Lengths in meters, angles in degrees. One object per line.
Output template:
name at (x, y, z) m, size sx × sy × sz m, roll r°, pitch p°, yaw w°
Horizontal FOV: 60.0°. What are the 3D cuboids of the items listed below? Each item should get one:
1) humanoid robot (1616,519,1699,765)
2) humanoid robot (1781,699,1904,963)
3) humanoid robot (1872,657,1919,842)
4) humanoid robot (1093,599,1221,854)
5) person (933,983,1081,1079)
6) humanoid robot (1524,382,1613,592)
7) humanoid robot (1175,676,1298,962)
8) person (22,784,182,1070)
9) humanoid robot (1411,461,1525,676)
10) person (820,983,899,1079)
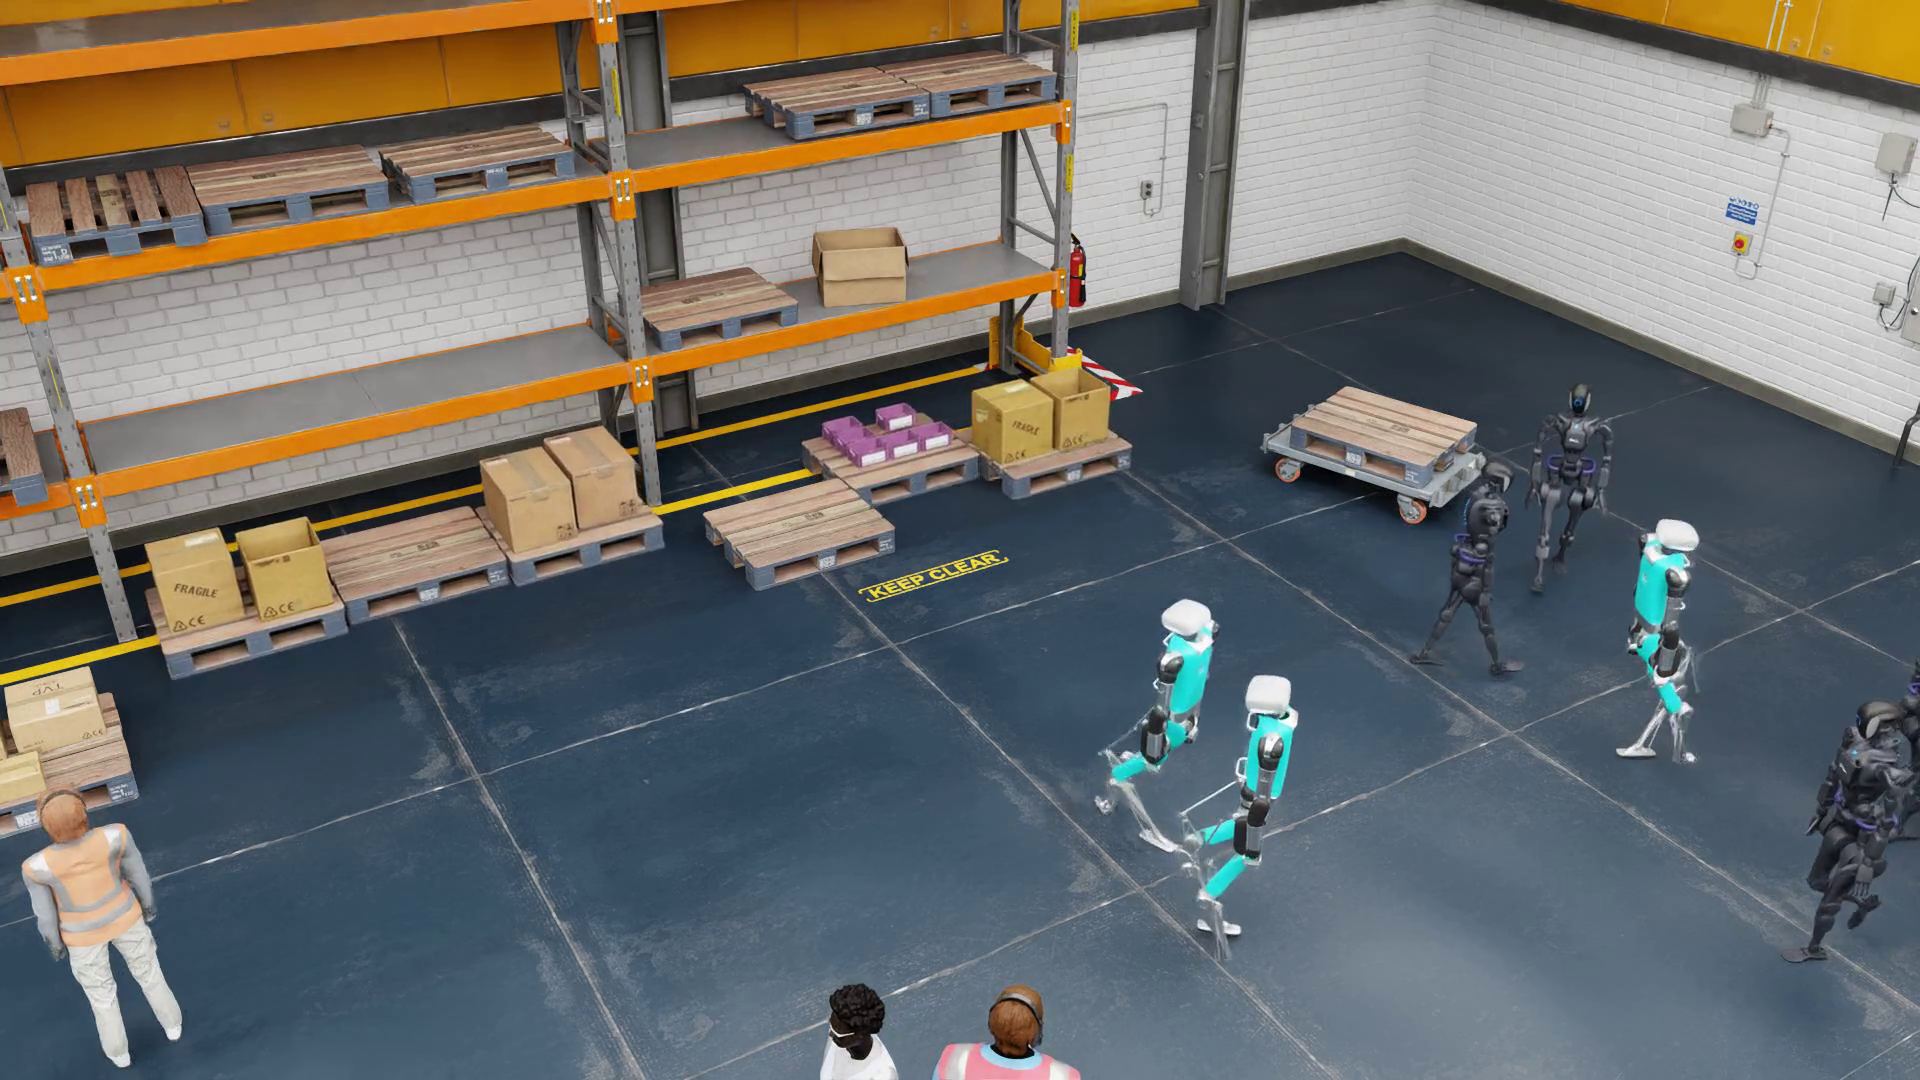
humanoid robot at (4.459, 0.728, 10.318) m, size 0.724 × 1.906 × 0.544 m, roll -1°, pitch 29°, yaw -2°
humanoid robot at (4.804, 1.556, 8.802) m, size 0.576 × 1.640 × 0.588 m, roll -2°, pitch 30°, yaw -3°
humanoid robot at (5.655, 1.056, 9.670) m, size 0.383 × 1.643 × 0.588 m, roll -4°, pitch 30°, yaw -7°
humanoid robot at (1.018, 1.074, 9.651) m, size 0.874 × 1.840 × 0.544 m, roll 21°, pitch 35°, yaw 32°
person at (0.204, 2.564, 6.852) m, size 0.630 × 1.837 × 0.431 m, roll 6°, pitch 30°, yaw 11°
humanoid robot at (4.504, -0.393, 12.287) m, size 0.589 × 1.627 × 0.765 m, roll 10°, pitch 31°, yaw 17°
humanoid robot at (1.392, 1.501, 8.872) m, size 0.717 × 1.836 × 0.543 m, roll 7°, pitch 30°, yaw 12°
person at (-4.229, 1.907, 8.207) m, size 0.528 × 1.635 × 0.311 m, roll -23°, pitch 37°, yaw -35°
humanoid robot at (3.534, 0.182, 11.255) m, size 0.740 × 1.631 × 0.607 m, roll 1°, pitch 29°, yaw 3°
person at (-0.417, 2.535, 7.035) m, size 0.319 × 1.696 × 0.531 m, roll -16°, pitch 33°, yaw -26°
